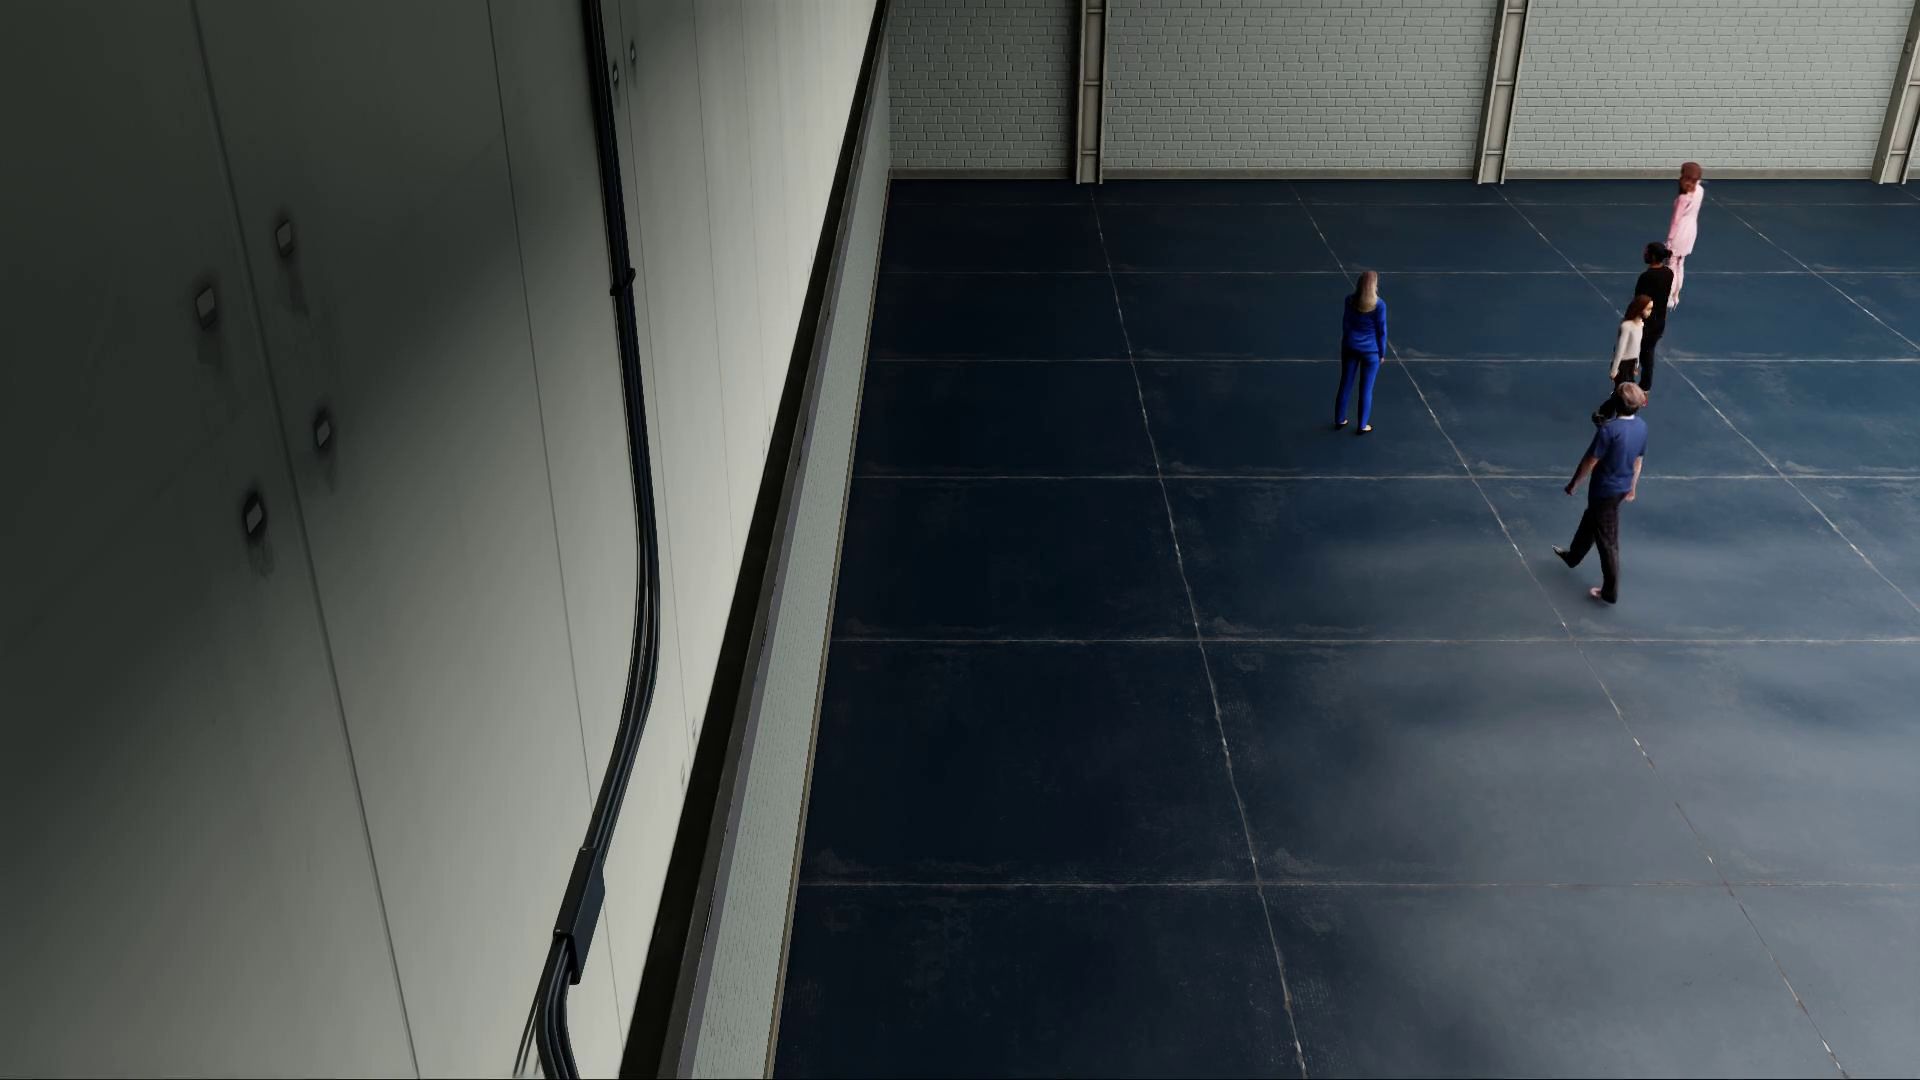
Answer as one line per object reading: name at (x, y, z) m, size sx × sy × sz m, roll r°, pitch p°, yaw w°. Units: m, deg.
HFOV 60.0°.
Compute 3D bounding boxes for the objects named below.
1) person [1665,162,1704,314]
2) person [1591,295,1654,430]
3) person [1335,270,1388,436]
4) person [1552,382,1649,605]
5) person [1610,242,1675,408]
person at (8.524, -3.569, 19.633) m, size 0.661 × 1.799 × 0.750 m, roll -19°, pitch 34°, yaw -32°
person at (6.545, -1.753, 16.573) m, size 0.675 × 1.470 × 0.734 m, roll -22°, pitch 35°, yaw -35°
person at (3.990, -1.873, 16.552) m, size 0.682 × 1.701 × 0.768 m, roll 19°, pitch 34°, yaw 32°
person at (5.360, -0.349, 13.549) m, size 1.145 × 1.834 × 1.077 m, roll -16°, pitch 32°, yaw -27°
person at (7.117, -2.179, 17.083) m, size 0.751 × 1.742 × 0.842 m, roll -15°, pitch 32°, yaw -26°
